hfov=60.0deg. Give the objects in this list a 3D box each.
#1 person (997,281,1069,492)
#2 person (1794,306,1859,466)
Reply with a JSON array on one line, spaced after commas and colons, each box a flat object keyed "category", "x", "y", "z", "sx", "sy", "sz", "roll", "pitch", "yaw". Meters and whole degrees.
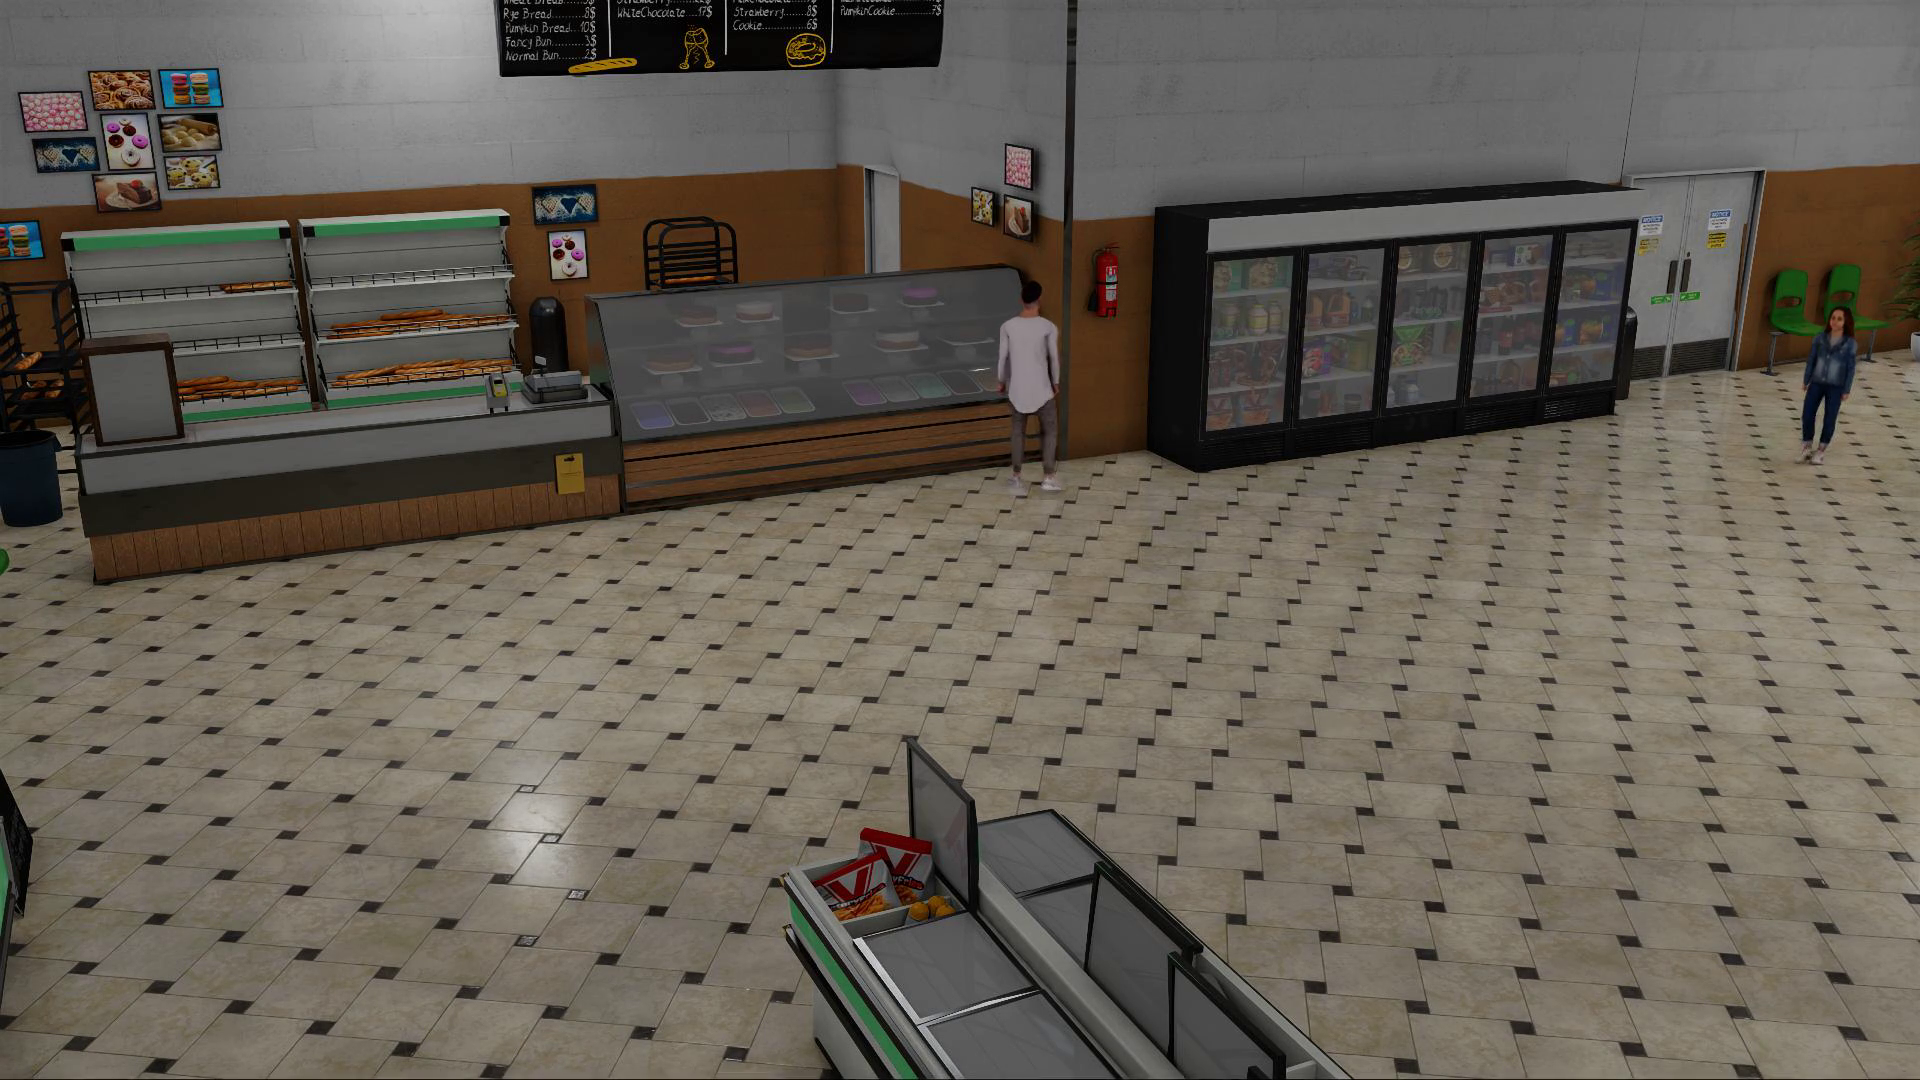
[{"category": "person", "x": 0.599, "y": -1.335, "z": 14.463, "sx": 0.949, "sy": 1.834, "sz": 1.003, "roll": 1, "pitch": 19, "yaw": 2}, {"category": "person", "x": 8.016, "y": -1.429, "z": 15.312, "sx": 0.653, "sy": 1.469, "sz": 0.743, "roll": 17, "pitch": 25, "yaw": 41}]
